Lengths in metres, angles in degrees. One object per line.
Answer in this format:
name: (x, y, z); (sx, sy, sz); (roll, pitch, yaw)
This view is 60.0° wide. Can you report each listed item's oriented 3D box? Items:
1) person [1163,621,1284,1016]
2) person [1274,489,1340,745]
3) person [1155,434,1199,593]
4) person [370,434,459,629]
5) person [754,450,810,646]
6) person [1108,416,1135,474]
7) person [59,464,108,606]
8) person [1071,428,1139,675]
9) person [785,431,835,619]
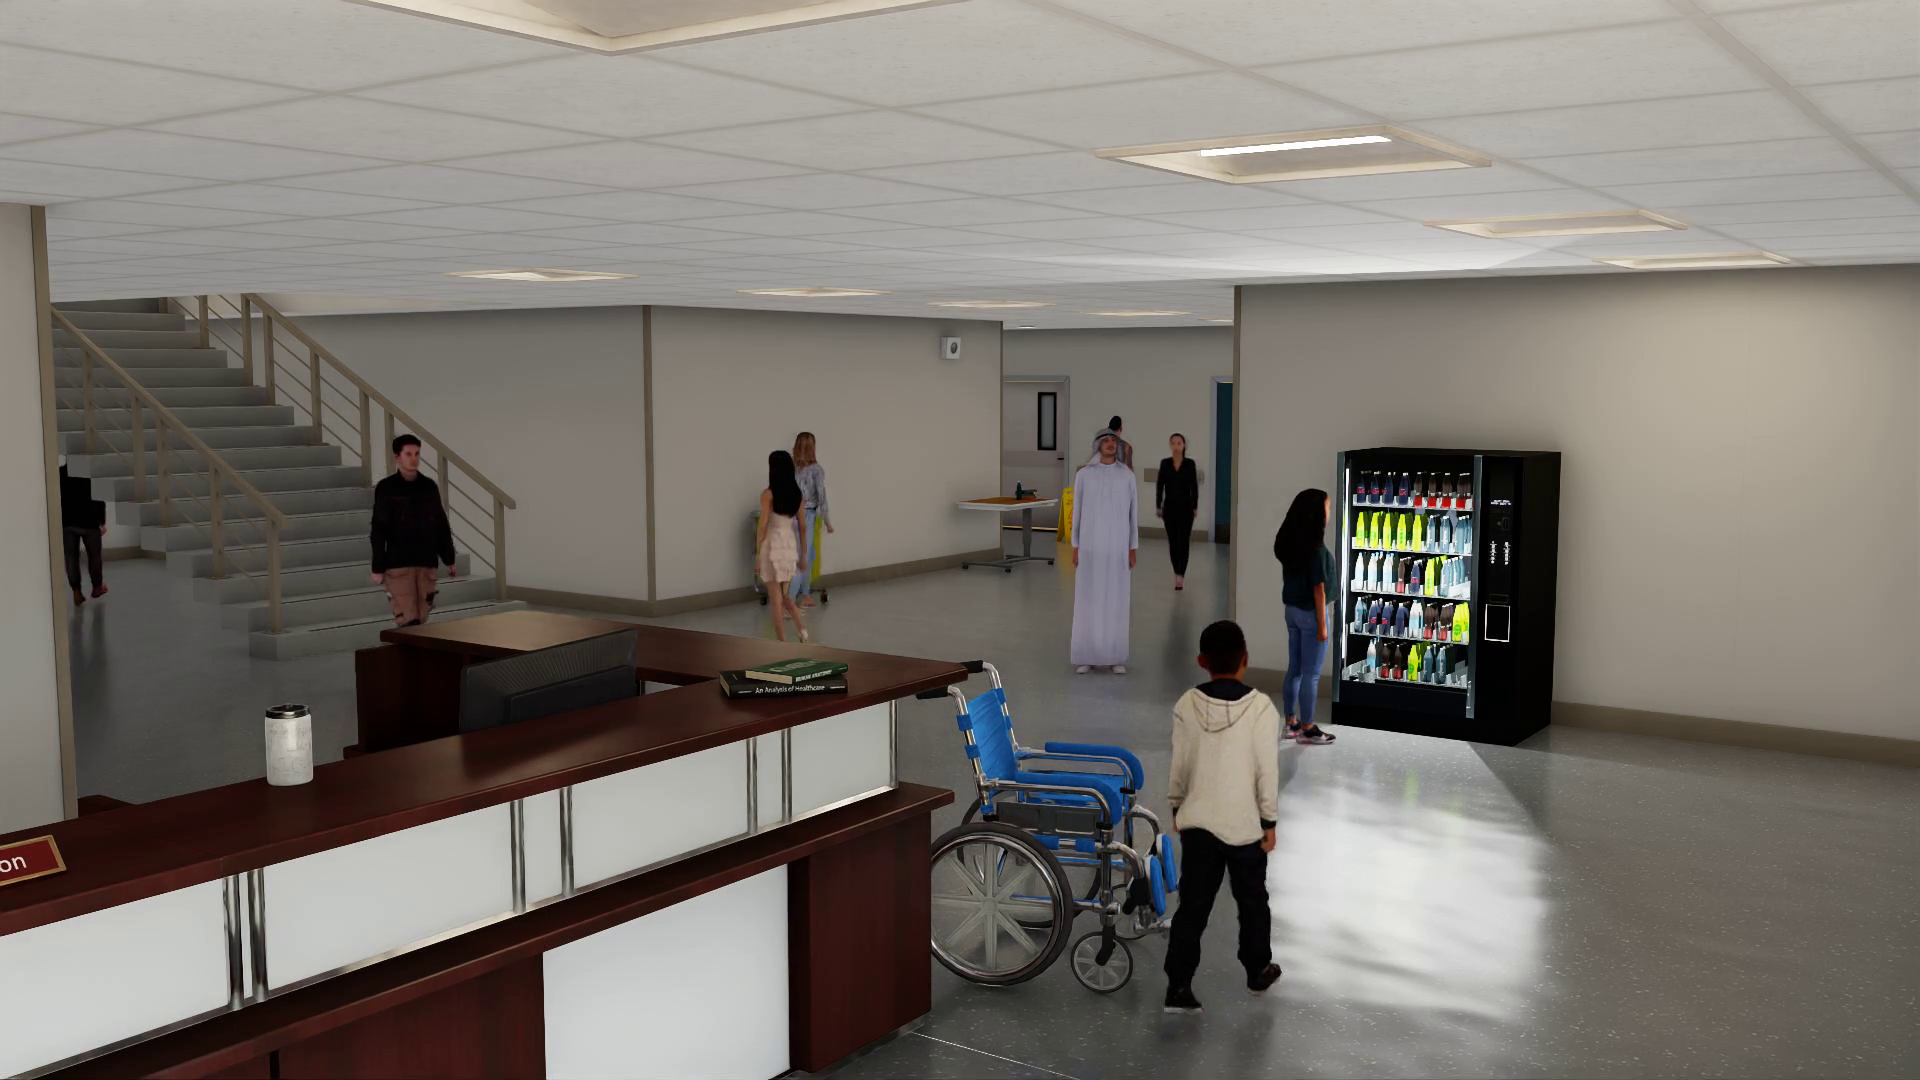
person: (0.915, 1.039, 6.014); (0.906, 1.424, 0.713); (3, 7, 30)
person: (2.215, 0.477, 10.637); (0.775, 1.615, 0.701); (-2, 6, -17)
person: (2.344, -0.286, 17.905); (0.911, 1.679, 0.868); (1, 6, 11)
person: (-3.938, 0.216, 11.804); (0.979, 1.903, 0.724); (4, 7, 37)
person: (-1.387, 0.158, 13.251); (0.657, 1.727, 0.782); (-5, 8, -42)
person: (1.967, -0.666, 21.180); (0.639, 1.847, 0.783); (1, 6, 12)
person: (-8.931, -0.192, 16.841); (0.957, 1.705, 1.046); (-2, 6, -17)
person: (1.134, 0.079, 13.060); (0.756, 1.923, 0.858); (0, 6, 4)
person: (-1.562, -0.134, 15.927); (0.725, 1.774, 0.720); (6, 8, 44)
